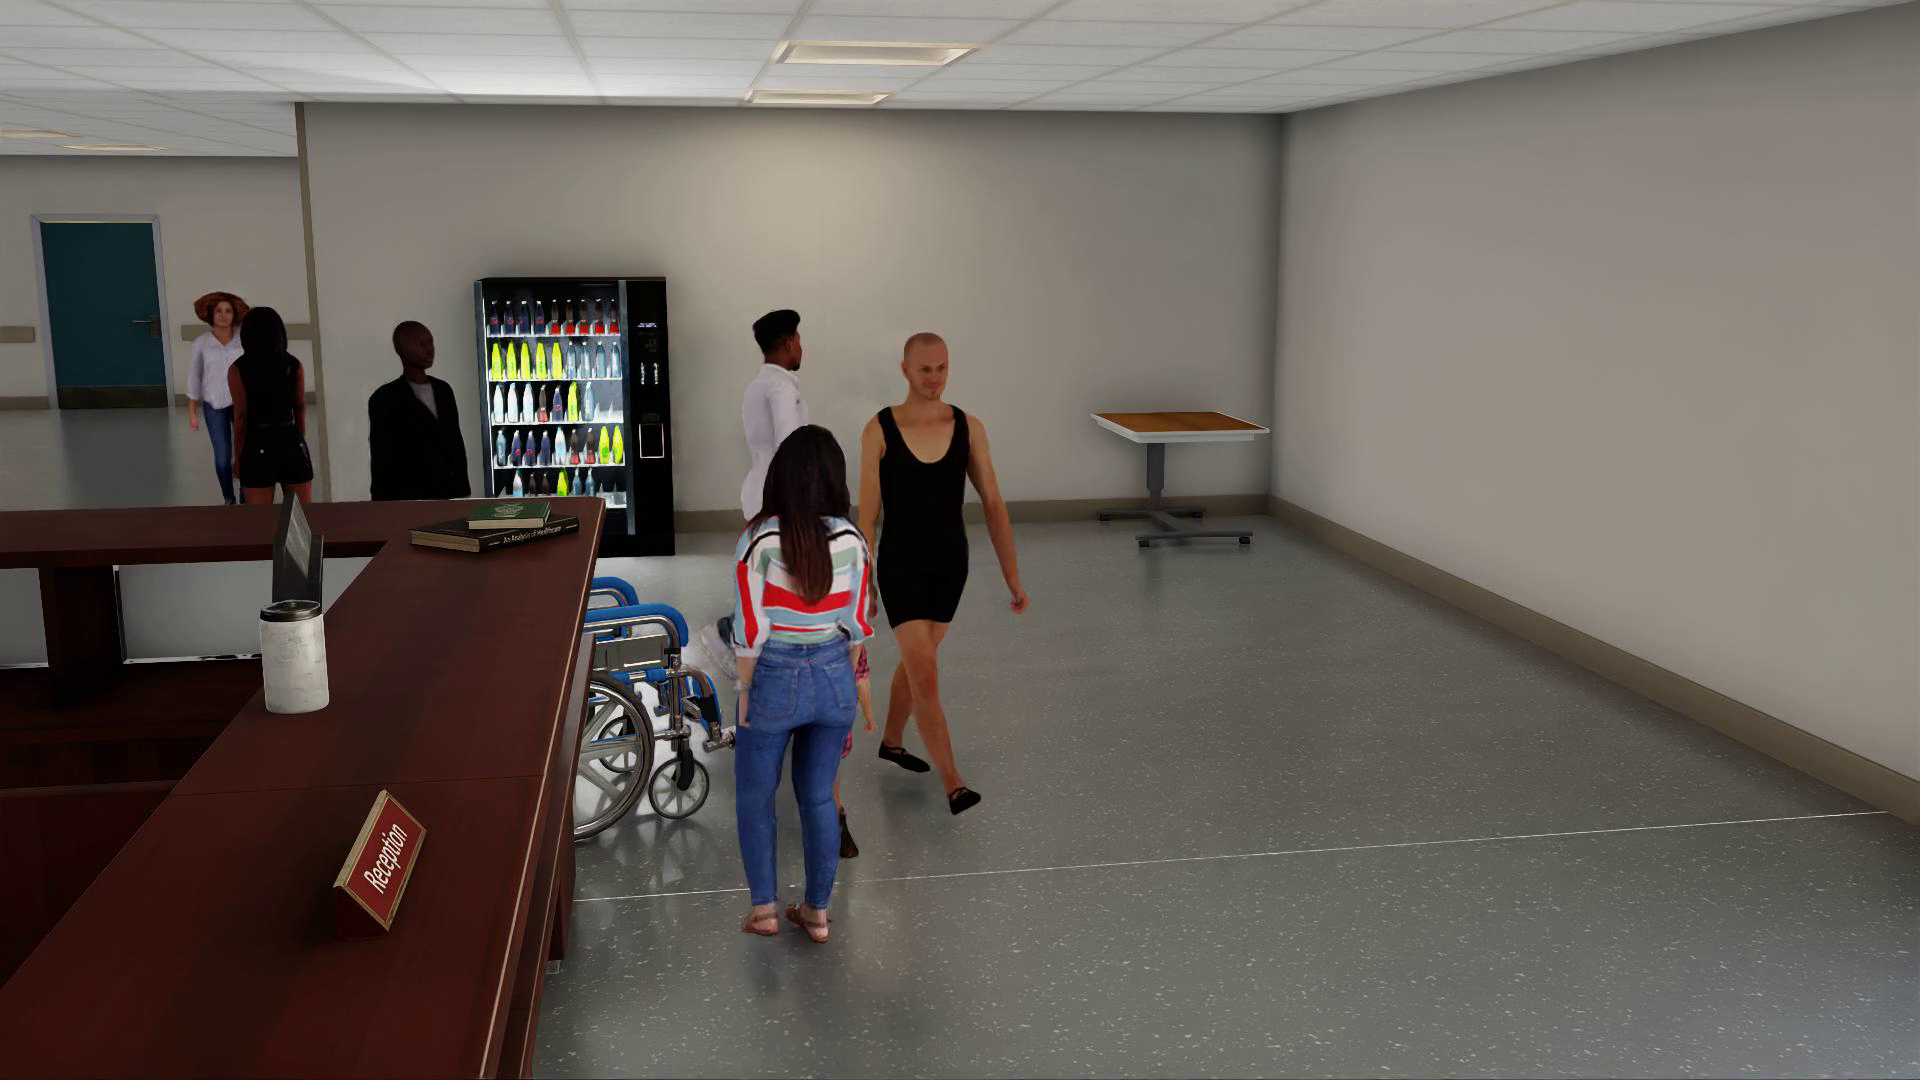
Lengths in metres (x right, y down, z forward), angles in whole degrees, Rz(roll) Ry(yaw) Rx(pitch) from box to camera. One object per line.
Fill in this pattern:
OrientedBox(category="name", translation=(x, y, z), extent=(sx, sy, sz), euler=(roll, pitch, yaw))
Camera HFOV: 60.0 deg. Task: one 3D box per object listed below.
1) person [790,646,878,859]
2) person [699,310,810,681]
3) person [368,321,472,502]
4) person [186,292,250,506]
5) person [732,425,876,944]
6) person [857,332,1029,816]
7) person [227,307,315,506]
OrientedBox(category="person", translation=(-0.486, 0.587, 5.916), extent=(0.608, 1.012, 0.611), euler=(-7, 13, -32))
OrientedBox(category="person", translation=(-0.938, -0.170, 7.830), extent=(0.928, 1.787, 0.767), euler=(-4, 11, -18))
OrientedBox(category="person", translation=(-2.585, -0.132, 7.799), extent=(1.252, 1.724, 1.110), euler=(5, 12, 26))
OrientedBox(category="person", translation=(-5.513, -1.019, 12.562), extent=(0.810, 1.690, 0.802), euler=(-3, 11, -17))
OrientedBox(category="person", translation=(-0.443, 0.465, 4.983), extent=(0.533, 1.599, 0.698), euler=(-5, 12, -26))
OrientedBox(category="person", translation=(-0.178, 0.129, 6.341), extent=(1.189, 1.753, 0.969), euler=(-6, 12, -28))
OrientedBox(category="person", translation=(-3.884, -0.446, 9.412), extent=(0.738, 1.740, 0.656), euler=(9, 14, 40))
